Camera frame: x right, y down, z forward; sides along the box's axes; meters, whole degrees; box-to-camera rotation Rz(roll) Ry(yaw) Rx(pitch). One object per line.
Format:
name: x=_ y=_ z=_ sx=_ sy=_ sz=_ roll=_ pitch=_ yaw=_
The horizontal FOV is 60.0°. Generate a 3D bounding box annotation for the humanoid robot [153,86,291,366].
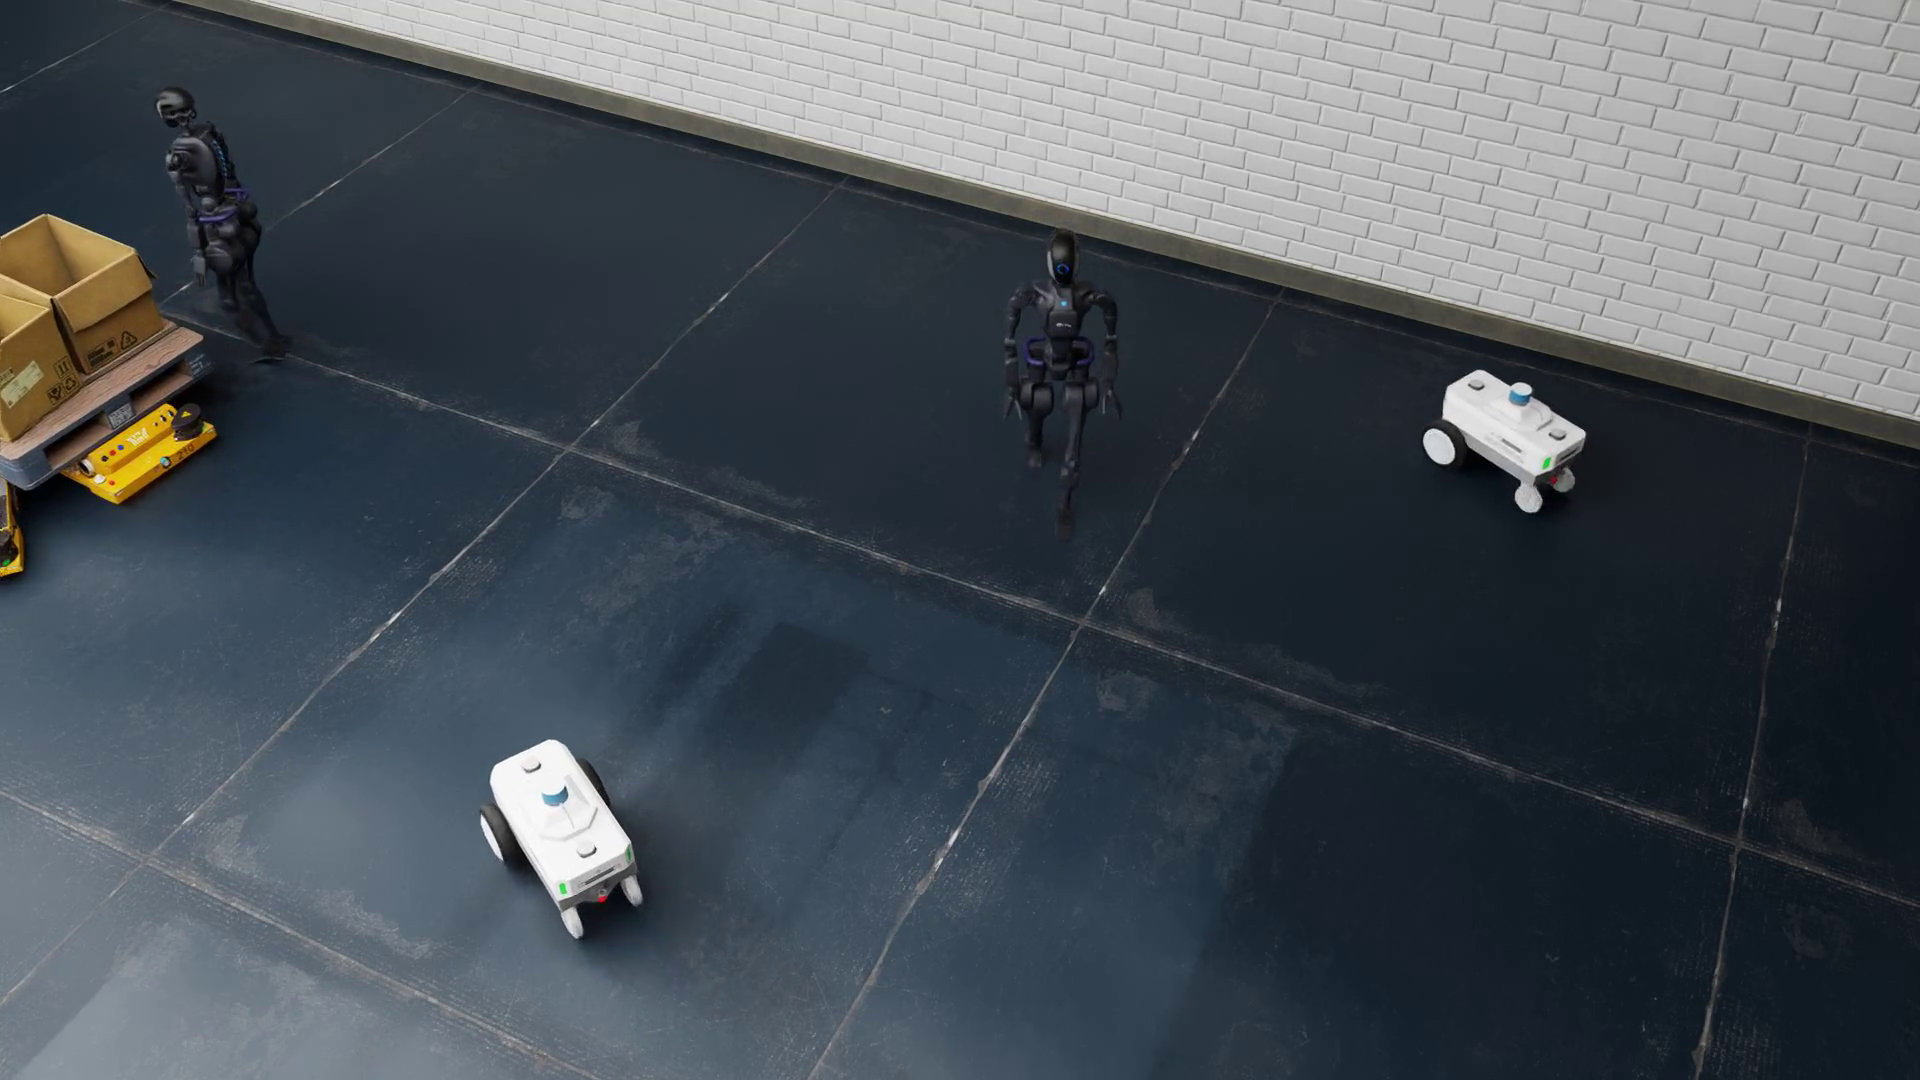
humanoid robot: x=-4.001 y=-1.677 z=9.030 sx=0.312 sy=1.644 sz=0.615 roll=3 pitch=43 yaw=3

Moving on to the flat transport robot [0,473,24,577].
flat transport robot: x=-5.202 y=-0.247 z=8.522 sx=0.659 sy=0.231 sz=1.431 roll=-17 pitch=46 yaw=-18

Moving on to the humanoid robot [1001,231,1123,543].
humanoid robot: x=0.502 y=-0.828 z=8.135 sx=0.603 sy=1.635 sz=0.695 roll=-1 pitch=43 yaw=-1

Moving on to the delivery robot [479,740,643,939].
delivery robot: x=-1.609 y=1.181 z=6.765 sx=0.499 sy=0.587 sz=0.777 roll=-25 pitch=49 yaw=-25

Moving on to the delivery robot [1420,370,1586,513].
delivery robot: x=2.855 y=-0.555 z=8.633 sx=0.499 sy=0.580 sz=0.756 roll=-28 pitch=50 yaw=-27

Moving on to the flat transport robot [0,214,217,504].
flat transport robot: x=-4.779 y=-0.675 z=8.984 sx=1.431 sy=0.231 sz=0.659 roll=22 pitch=47 yaw=22
